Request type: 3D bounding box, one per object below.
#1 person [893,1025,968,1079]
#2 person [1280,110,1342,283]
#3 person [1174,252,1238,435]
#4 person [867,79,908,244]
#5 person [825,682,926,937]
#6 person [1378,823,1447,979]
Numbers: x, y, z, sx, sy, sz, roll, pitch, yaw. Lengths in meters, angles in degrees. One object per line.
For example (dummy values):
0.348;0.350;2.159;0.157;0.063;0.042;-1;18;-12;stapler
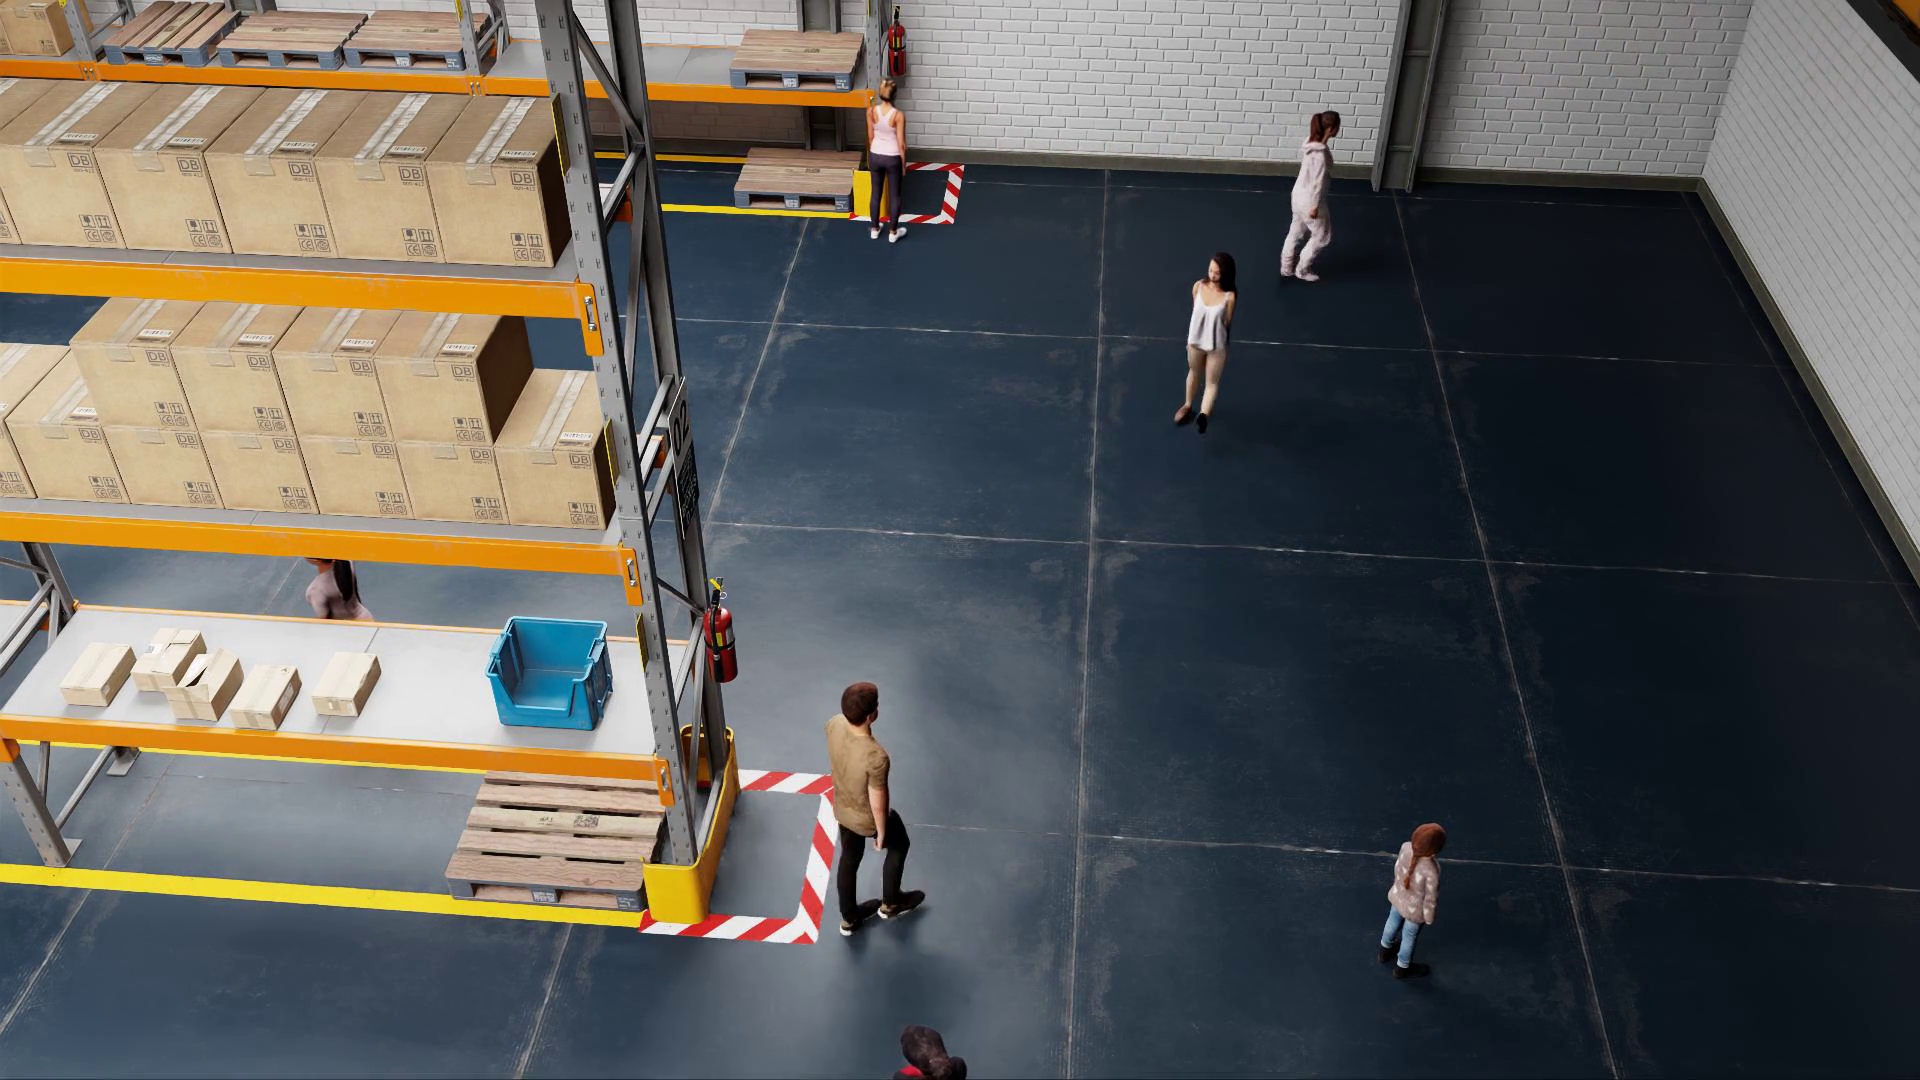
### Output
-0.149;2.848;7.946;0.698;1.643;0.759;-27;46;-29;person
3.171;-3.172;15.462;0.687;1.671;0.699;-5;39;-6;person
1.938;-1.548;13.453;0.832;1.640;0.865;-27;46;-30;person
-0.719;-3.685;16.118;0.537;1.653;0.662;13;40;16;person
-0.625;1.574;9.389;0.872;1.833;0.926;31;48;33;person
2.542;2.014;9.350;0.589;1.194;0.554;-17;42;-21;person
